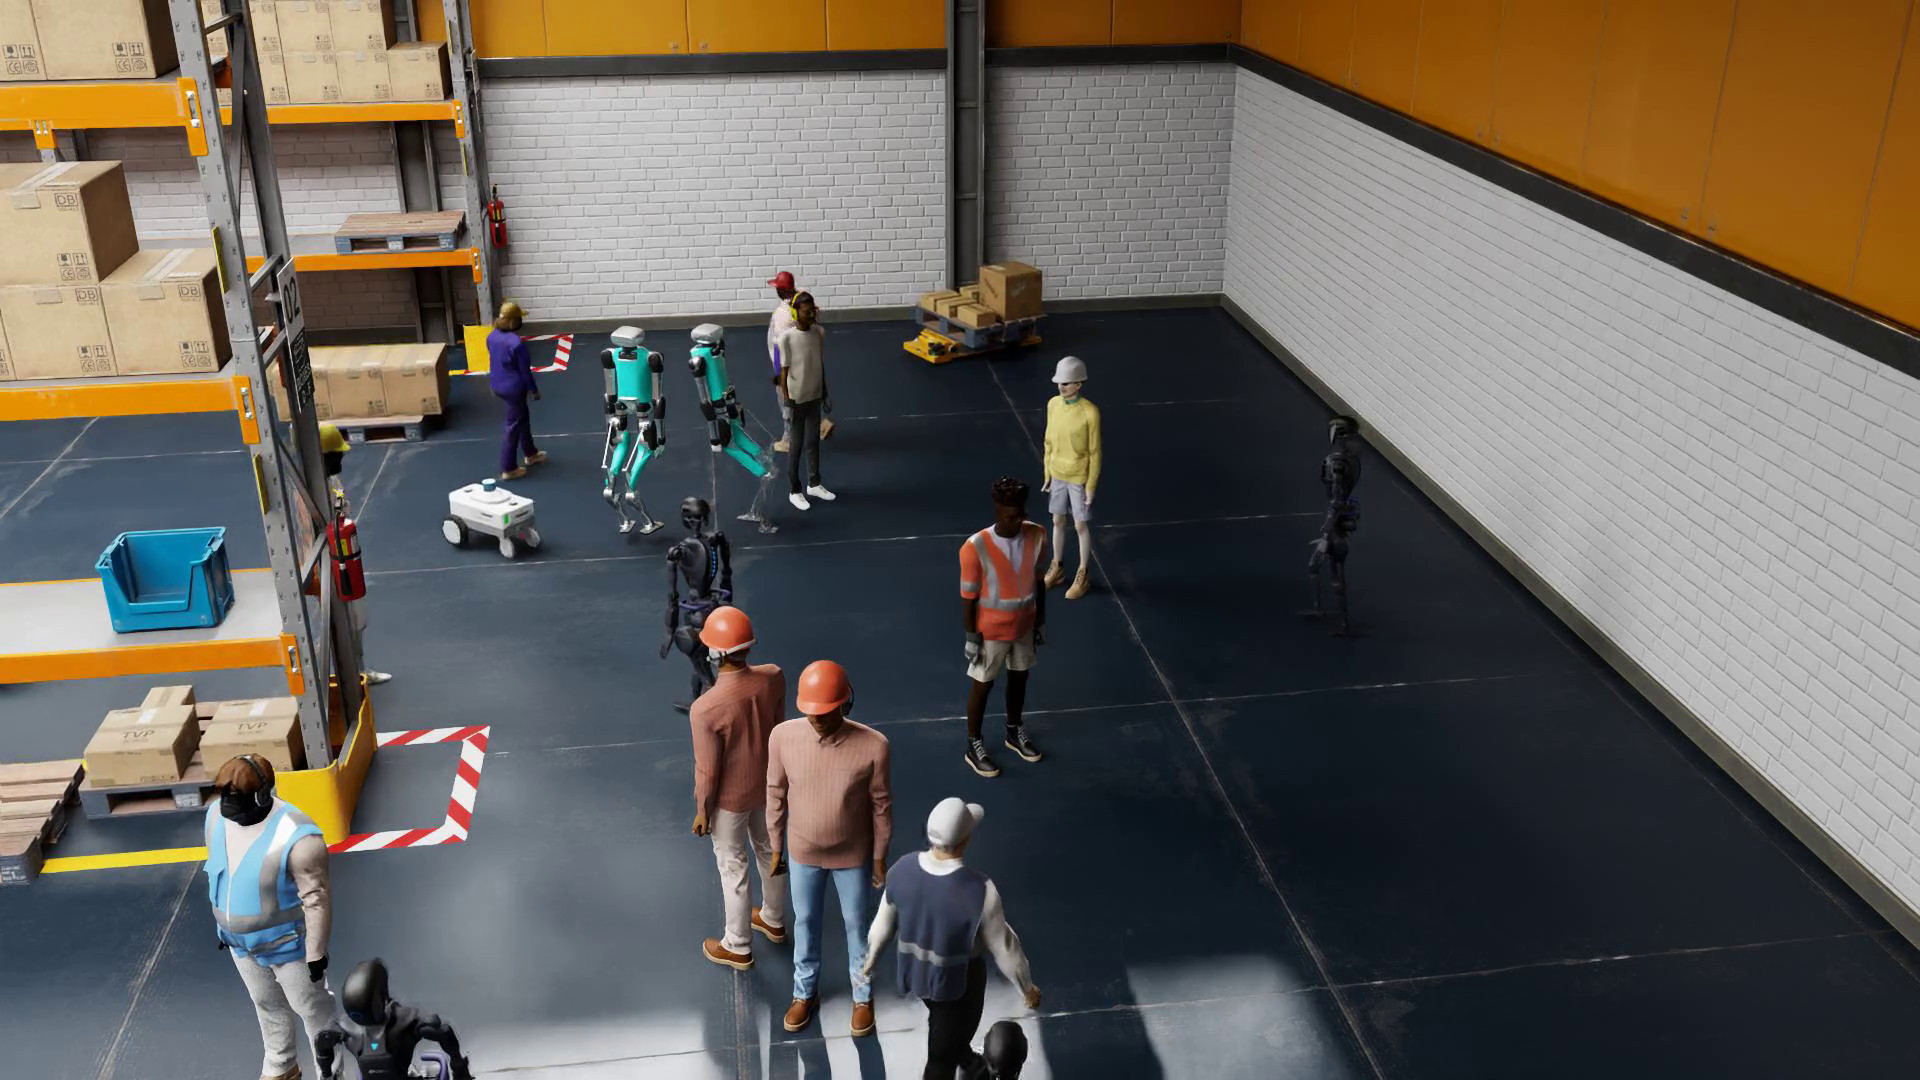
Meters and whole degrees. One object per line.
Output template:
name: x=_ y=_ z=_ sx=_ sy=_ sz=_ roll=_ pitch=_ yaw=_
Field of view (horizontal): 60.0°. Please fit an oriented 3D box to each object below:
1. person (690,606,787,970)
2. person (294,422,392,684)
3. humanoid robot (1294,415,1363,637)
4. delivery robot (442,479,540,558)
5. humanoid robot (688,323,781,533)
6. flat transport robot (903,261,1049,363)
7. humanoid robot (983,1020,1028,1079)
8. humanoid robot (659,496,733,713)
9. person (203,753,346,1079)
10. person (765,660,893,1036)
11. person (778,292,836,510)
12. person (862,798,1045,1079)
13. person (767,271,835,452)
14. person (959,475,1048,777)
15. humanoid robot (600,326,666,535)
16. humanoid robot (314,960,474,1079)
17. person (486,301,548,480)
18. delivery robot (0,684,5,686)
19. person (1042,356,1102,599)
person: x=-1.116 y=1.249 z=8.409 sx=0.380 sy=1.994 sz=0.610 roll=17 pitch=29 yaw=33
person: x=-4.162 y=0.133 z=11.050 sx=0.455 sy=1.910 sz=0.602 roll=-3 pitch=24 yaw=-7
humanoid robot: x=2.652 y=-0.096 z=11.877 sx=0.554 sy=1.643 sz=0.590 roll=8 pitch=25 yaw=17
delivery robot: x=-3.810 y=-0.208 z=13.511 sx=0.774 sy=0.592 sz=0.499 roll=15 pitch=28 yaw=30
humanoid robot: x=-1.732 y=-0.869 z=13.601 sx=0.857 sy=1.800 sz=0.566 roll=6 pitch=24 yaw=12
flat transport robot: x=0.149 y=-2.235 z=18.489 sx=1.431 sy=0.231 sz=0.659 roll=-15 pitch=28 yaw=-30
humanoid robot: x=0.204 y=2.494 z=6.003 sx=0.609 sy=1.632 sz=0.607 roll=-1 pitch=24 yaw=-2
humanoid robot: x=-1.638 y=0.512 z=10.555 sx=0.792 sy=1.638 sz=0.607 roll=16 pitch=28 yaw=32
person: x=-3.063 y=1.769 z=7.409 sx=0.625 sy=1.846 sz=0.429 roll=9 pitch=25 yaw=20
person: x=-0.621 y=1.463 z=7.919 sx=0.610 sy=1.994 sz=0.376 roll=3 pitch=24 yaw=7
person: x=-1.298 y=-1.193 z=14.119 sx=0.329 sy=1.876 sz=0.509 roll=20 pitch=31 yaw=38
person: x=-0.046 y=1.888 z=7.299 sx=0.795 sy=1.708 sz=0.911 roll=14 pitch=27 yaw=29
person: x=-1.501 y=-1.616 z=15.251 sx=0.522 sy=1.735 sz=0.592 roll=10 pitch=25 yaw=21
person: x=0.271 y=0.517 z=10.131 sx=0.598 sy=1.957 sz=0.379 roll=-15 pitch=28 yaw=-30
humanoid robot: x=-2.673 y=-0.815 z=13.261 sx=0.533 sy=1.677 sz=0.735 roll=7 pitch=25 yaw=15
humanoid robot: x=-2.162 y=2.263 z=6.529 sx=0.615 sy=1.624 sz=0.747 roll=-3 pitch=24 yaw=-6
person: x=-3.909 y=-1.358 z=14.827 sx=0.478 sy=1.594 sz=0.699 roll=21 pitch=31 yaw=39
delivery robot: x=-6.818 y=0.683 z=11.496 sx=0.802 sy=0.603 sz=0.499 roll=0 pitch=24 yaw=0
person: x=0.833 y=-0.476 z=12.468 sx=0.472 sy=1.890 sz=0.401 roll=18 pitch=29 yaw=35
